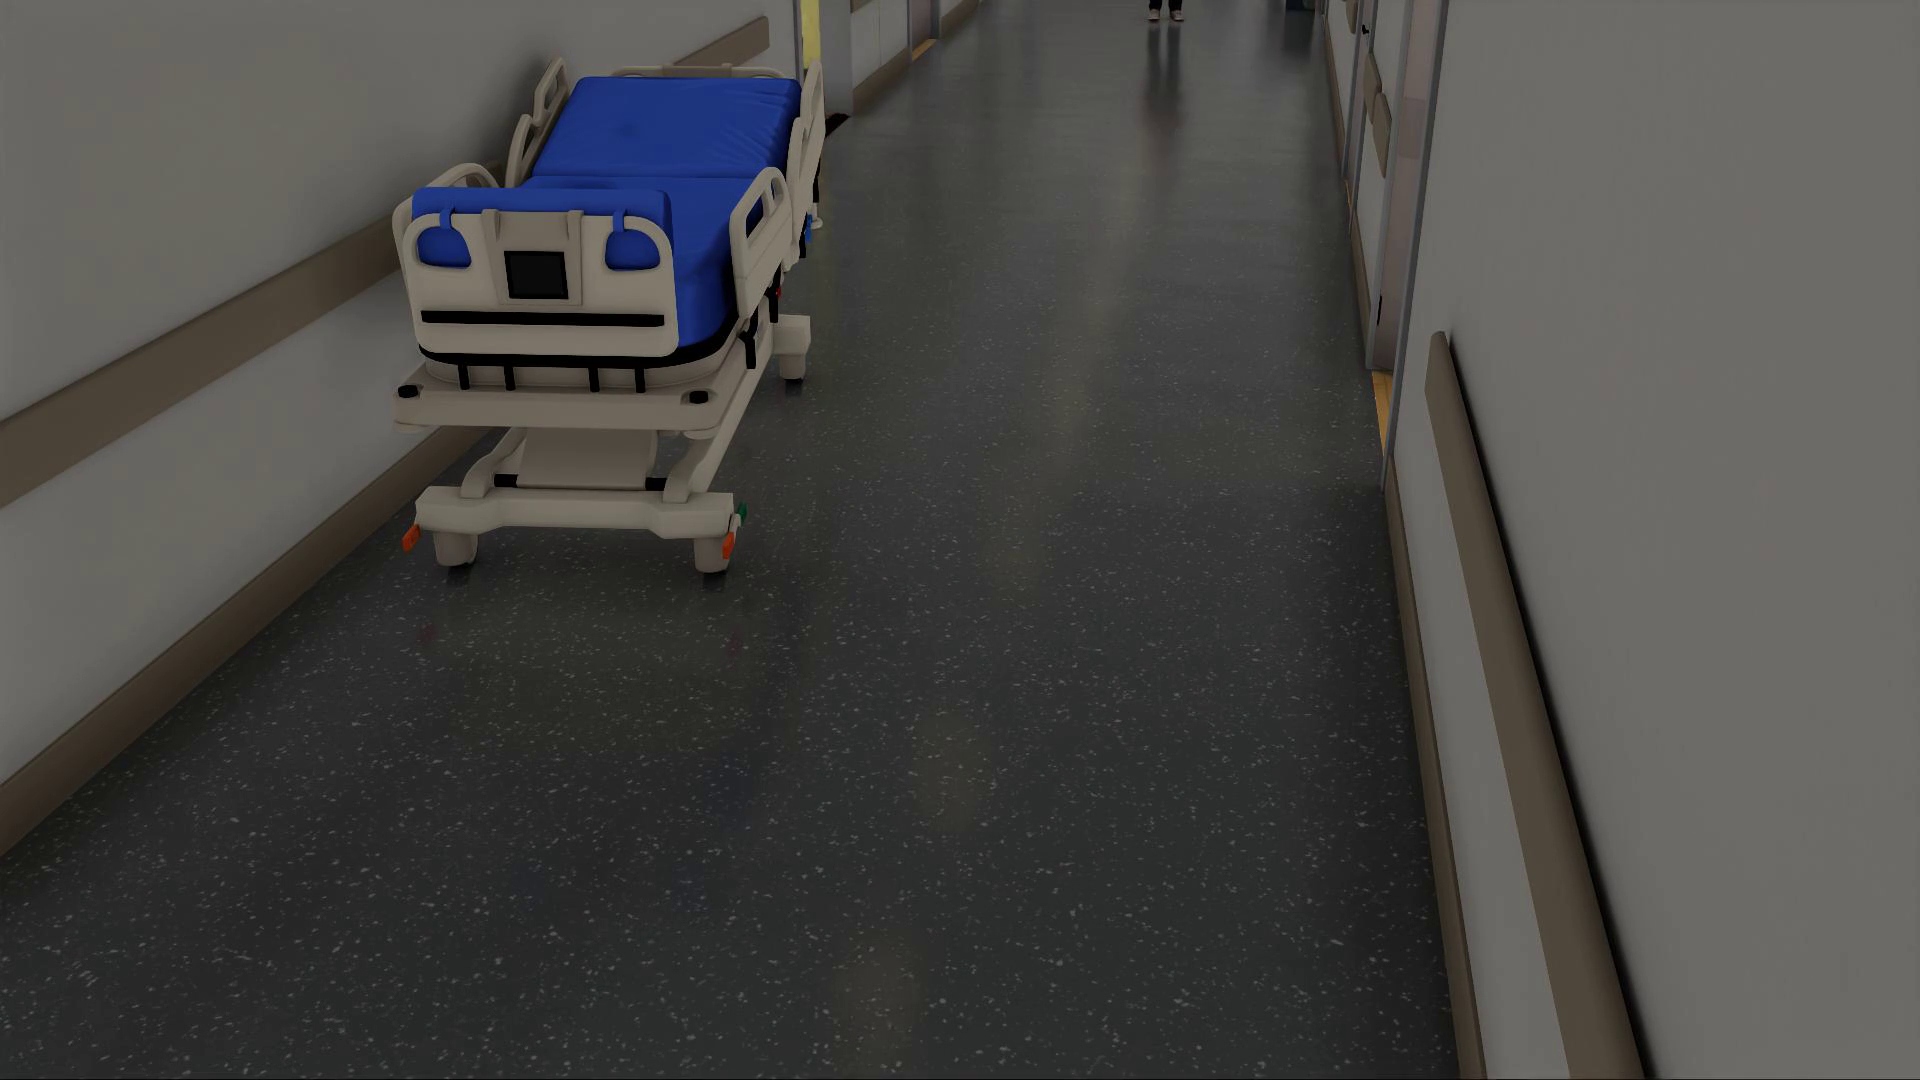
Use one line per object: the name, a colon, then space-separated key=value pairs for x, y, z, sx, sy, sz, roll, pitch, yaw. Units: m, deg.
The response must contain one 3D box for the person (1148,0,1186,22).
person: x=2.026 y=-5.921 z=15.894 sx=0.563 sy=1.812 sz=0.758 roll=-1 pitch=26 yaw=-2
